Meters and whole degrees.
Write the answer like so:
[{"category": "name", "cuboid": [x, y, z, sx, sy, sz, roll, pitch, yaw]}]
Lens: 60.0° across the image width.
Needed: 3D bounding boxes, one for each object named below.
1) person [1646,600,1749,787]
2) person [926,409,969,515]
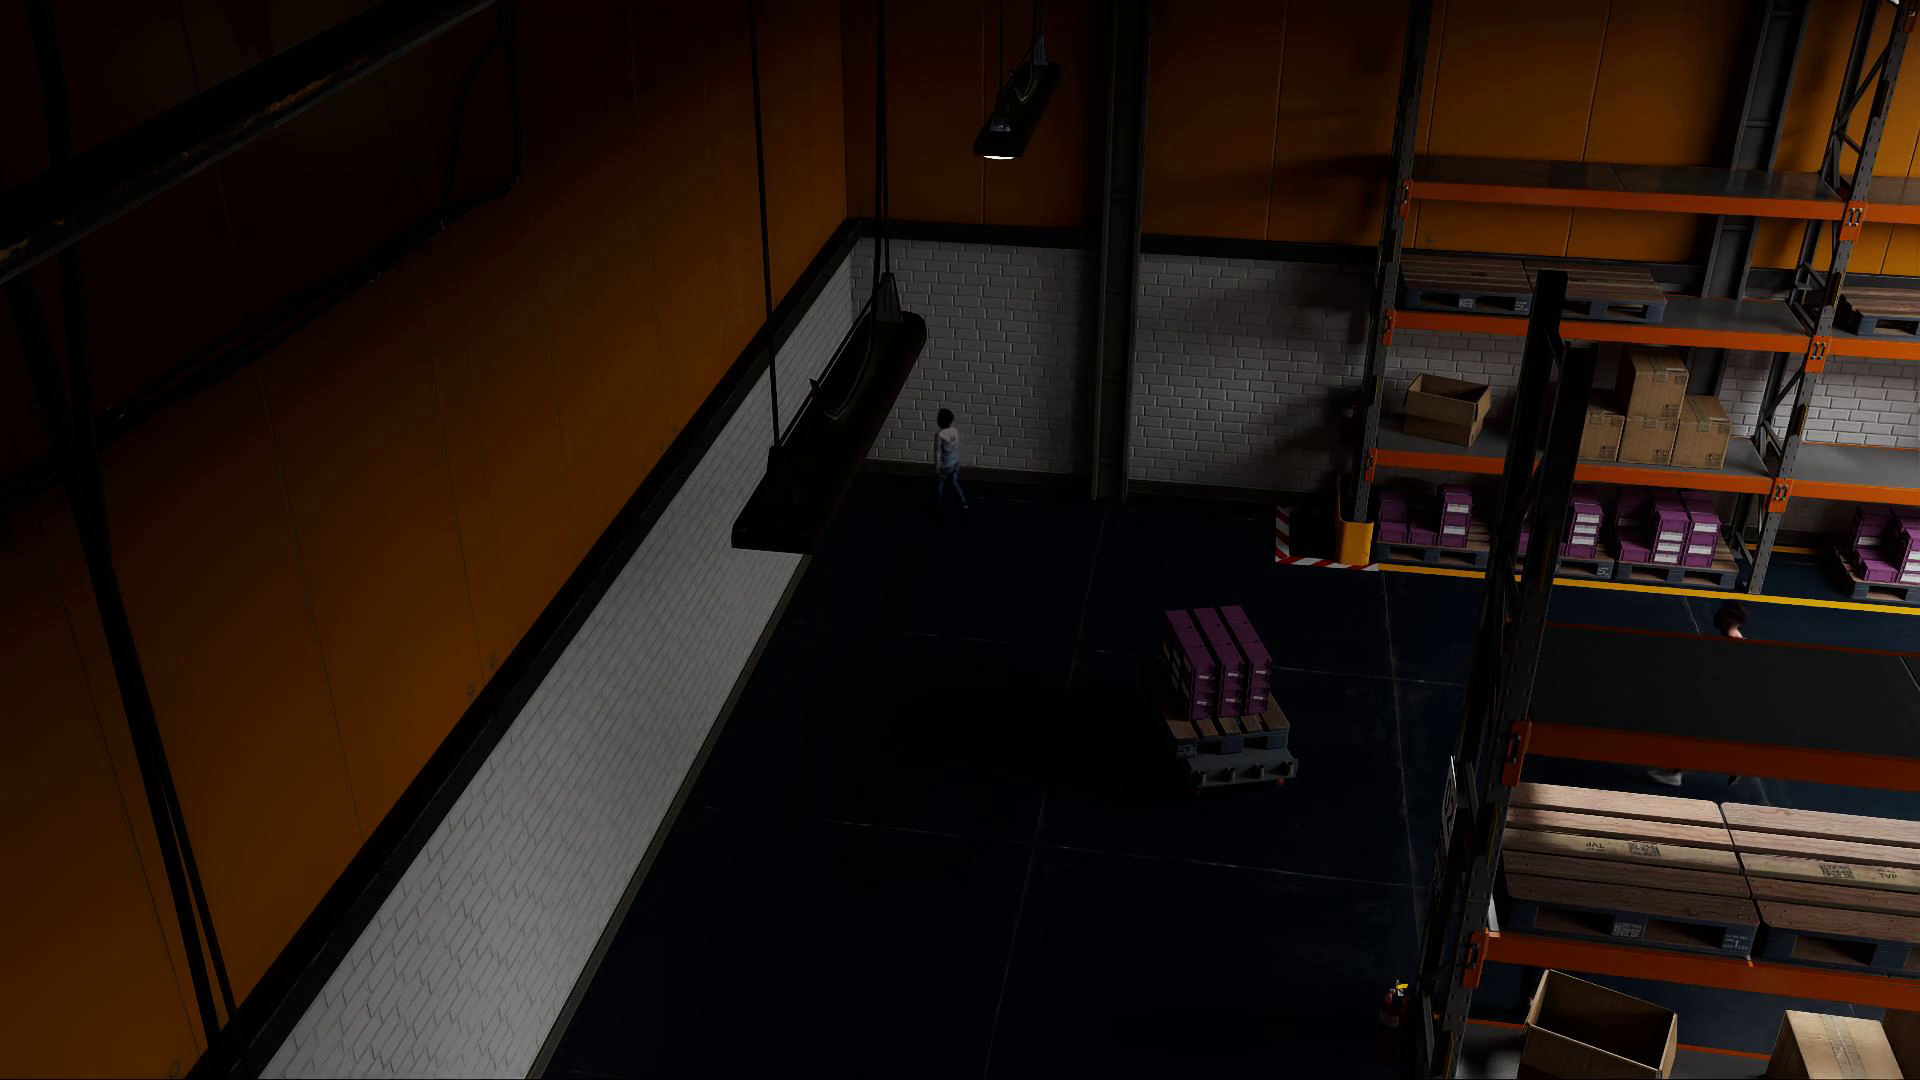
[{"category": "person", "cuboid": [6.257, 1.305, 13.711, 1.104, 1.821, 0.852, 12, 31, 21]}, {"category": "person", "cuboid": [-0.125, -0.836, 18.235, 0.757, 1.248, 0.859, -24, 37, -37]}]
